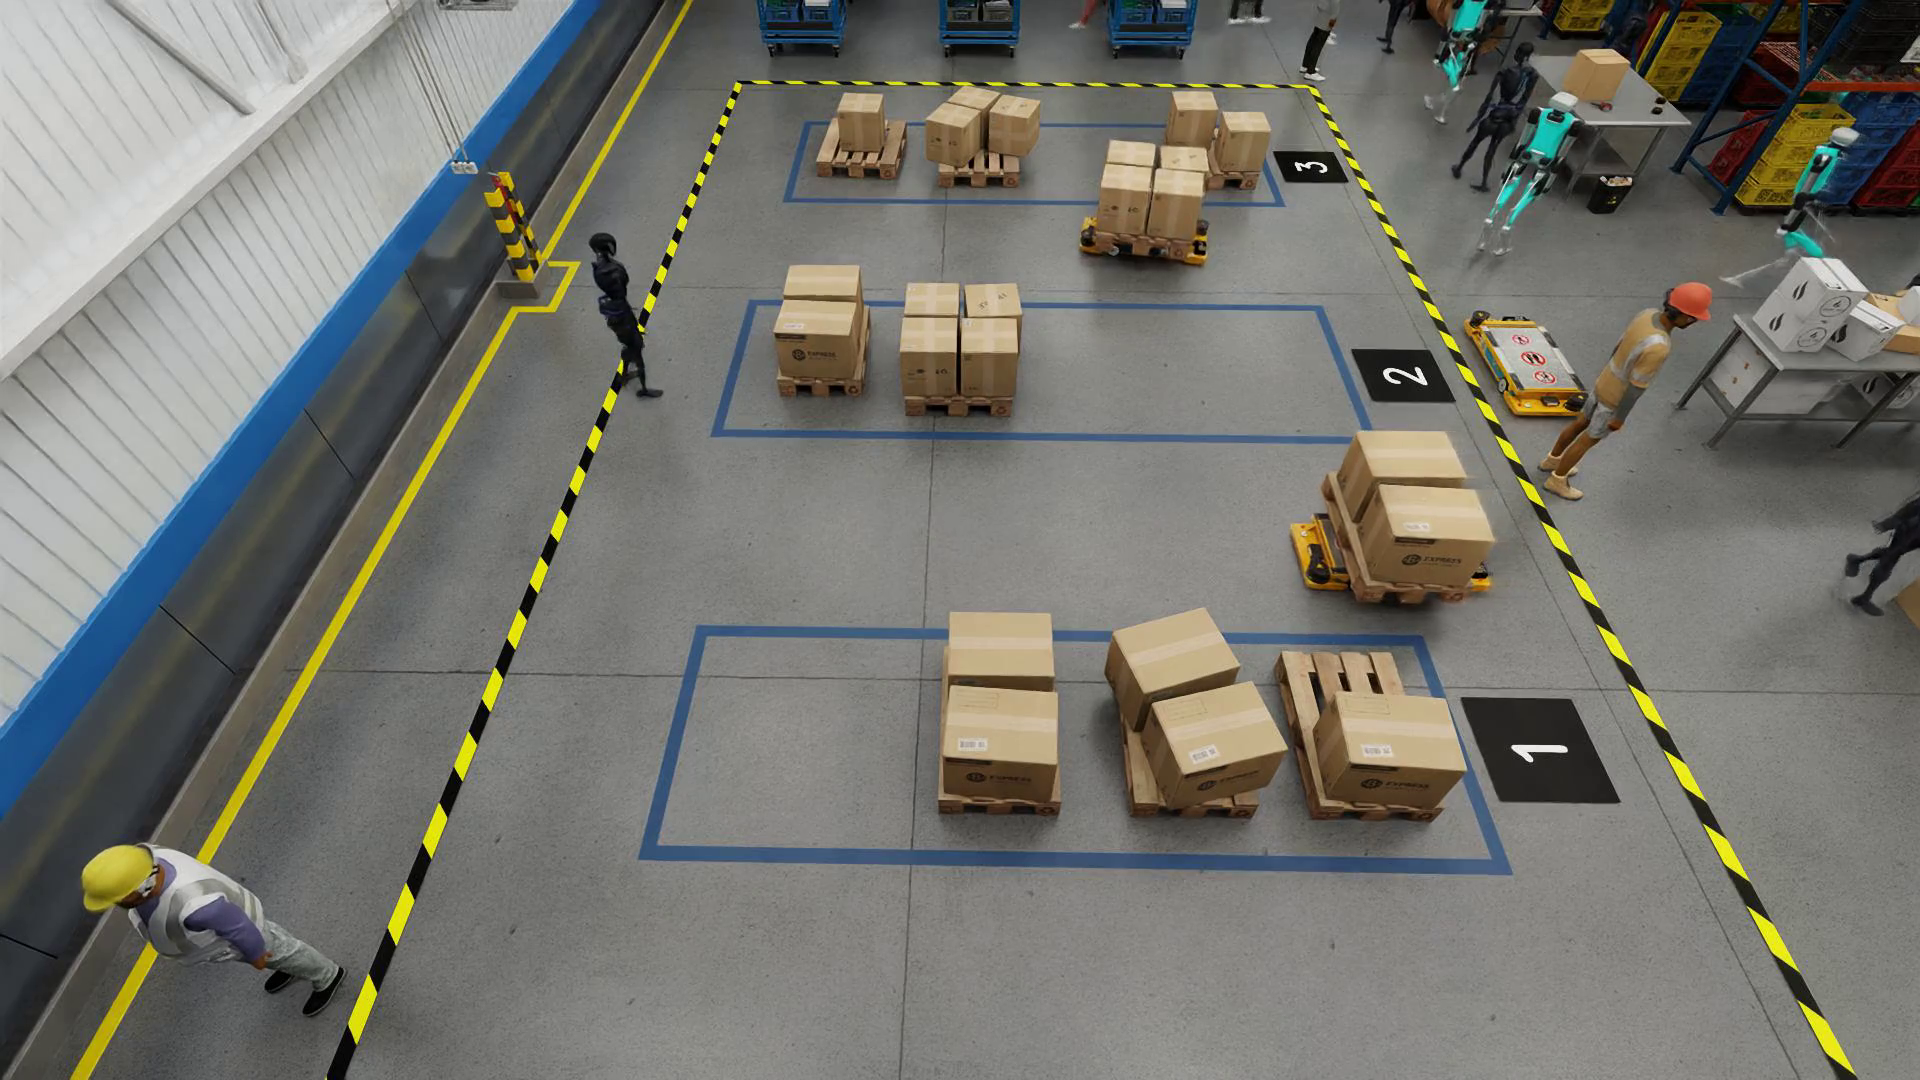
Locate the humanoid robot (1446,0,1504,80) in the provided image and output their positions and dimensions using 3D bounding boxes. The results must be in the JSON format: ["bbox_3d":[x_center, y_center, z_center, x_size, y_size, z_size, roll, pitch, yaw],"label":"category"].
[{"bbox_3d":[7.447,-7.469,13.076,0.630,1.635,0.591,-4,49,-3],"label":"humanoid robot"}]

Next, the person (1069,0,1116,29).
[{"bbox_3d":[2.303,-8.985,14.259,1.012,1.872,0.582,-2,49,-2],"label":"person"}]

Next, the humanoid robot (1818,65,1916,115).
[{"bbox_3d":[11.402,-5.727,11.598,0.757,1.897,0.541,8,50,7],"label":"humanoid robot"}]

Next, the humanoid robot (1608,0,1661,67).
[{"bbox_3d":[8.692,-6.280,12.052,0.609,1.629,0.719,-35,57,-26],"label":"humanoid robot"}]

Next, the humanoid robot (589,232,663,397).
[{"bbox_3d":[-3.101,-2.023,8.349,0.373,1.644,0.590,-29,55,-23],"label":"humanoid robot"}]

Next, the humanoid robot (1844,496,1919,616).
[{"bbox_3d":[7.204,-0.132,6.742,0.588,1.630,0.731,13,50,11],"label":"humanoid robot"}]

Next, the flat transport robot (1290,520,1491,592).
[{"bbox_3d":[3.482,0.093,7.435,1.431,0.197,0.652,1,49,1],"label":"flat transport robot"}]

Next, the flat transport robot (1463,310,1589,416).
[{"bbox_3d":[5.573,-1.757,9.054,0.659,0.231,1.431,1,49,1],"label":"flat transport robot"}]

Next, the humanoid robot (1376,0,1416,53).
[{"bbox_3d":[6.669,-8.273,13.789,0.609,1.643,0.620,-15,51,-13],"label":"humanoid robot"}]

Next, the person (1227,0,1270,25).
[{"bbox_3d":[4.726,-9.112,14.381,0.812,1.839,0.496,-12,50,-10],"label":"person"}]

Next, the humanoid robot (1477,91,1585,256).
[{"bbox_3d":[5.981,-3.818,9.778,0.735,1.677,0.533,-37,58,-27],"label":"humanoid robot"}]

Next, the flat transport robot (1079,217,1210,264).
[{"bbox_3d":[2.124,-3.510,10.553,1.431,0.197,0.652,9,50,8],"label":"flat transport robot"}]

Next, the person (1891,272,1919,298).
[{"bbox_3d":[10.329,-3.173,9.241,0.340,1.841,0.499,-19,52,-16],"label":"person"}]

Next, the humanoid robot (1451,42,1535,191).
[{"bbox_3d":[6.462,-5.074,11.014,0.599,1.621,0.678,-8,50,-7],"label":"humanoid robot"}]

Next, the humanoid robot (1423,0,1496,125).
[{"bbox_3d":[6.580,-6.315,12.040,0.550,1.746,1.033,-3,49,-3],"label":"humanoid robot"}]

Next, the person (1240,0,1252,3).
[{"bbox_3d":[4.813,-9.802,14.979,0.544,1.831,0.592,-20,52,-17],"label":"person"}]

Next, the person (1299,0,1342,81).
[{"bbox_3d":[5.276,-7.551,13.022,0.395,1.849,0.596,0,49,0],"label":"person"}]

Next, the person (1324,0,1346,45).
[{"bbox_3d":[5.874,-8.529,13.955,0.388,1.730,0.509,6,49,5],"label":"person"}]

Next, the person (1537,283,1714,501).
[{"bbox_3d":[5.329,-1.182,7.388,0.386,2.036,0.613,14,51,12],"label":"person"}]

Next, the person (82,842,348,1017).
[{"bbox_3d":[-3.833,2.018,4.751,0.588,1.834,0.404,21,52,17],"label":"person"}]

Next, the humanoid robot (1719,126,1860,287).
[{"bbox_3d":[8.834,-3.207,9.357,0.985,1.767,0.536,35,58,27],"label":"humanoid robot"}]
